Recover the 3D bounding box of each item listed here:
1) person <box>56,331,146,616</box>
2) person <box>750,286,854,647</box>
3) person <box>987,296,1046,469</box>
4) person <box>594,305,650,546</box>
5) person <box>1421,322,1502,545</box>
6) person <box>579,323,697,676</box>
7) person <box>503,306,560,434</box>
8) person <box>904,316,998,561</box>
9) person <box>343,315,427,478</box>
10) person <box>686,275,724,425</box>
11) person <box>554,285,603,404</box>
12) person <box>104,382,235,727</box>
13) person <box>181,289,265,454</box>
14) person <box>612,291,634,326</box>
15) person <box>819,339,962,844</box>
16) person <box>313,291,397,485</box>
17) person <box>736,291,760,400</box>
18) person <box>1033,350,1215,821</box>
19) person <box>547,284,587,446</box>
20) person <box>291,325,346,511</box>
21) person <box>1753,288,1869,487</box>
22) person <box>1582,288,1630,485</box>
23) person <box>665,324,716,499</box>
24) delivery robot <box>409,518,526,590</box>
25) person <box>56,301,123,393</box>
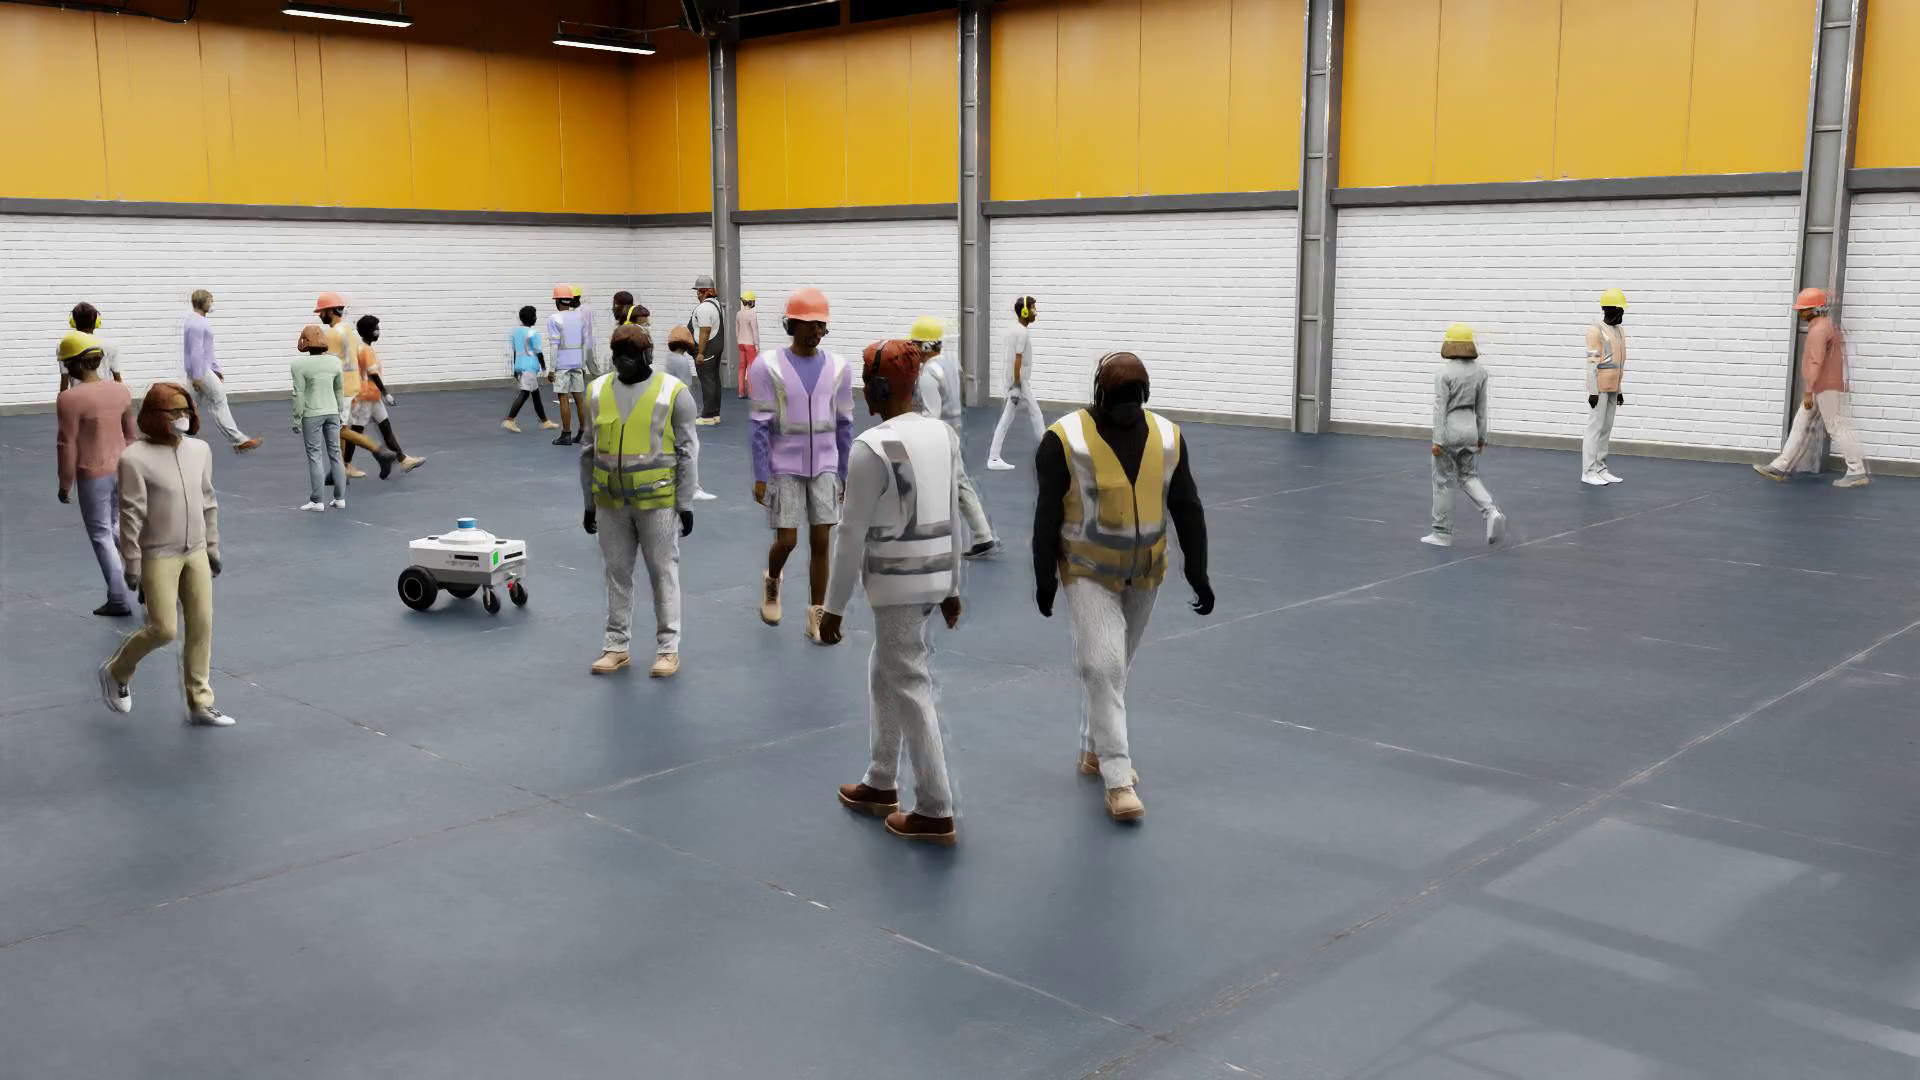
[{"bbox_3d":[-5.199,-0.388,10.066,0.422,1.743,0.536,3,10,16],"label":"person"},{"bbox_3d":[-0.906,-0.423,9.469,0.611,2.028,0.588,-4,10,-23],"label":"person"},{"bbox_3d":[0.729,-1.645,17.547,0.975,1.821,0.557,-2,9,-10],"label":"person"},{"bbox_3d":[-2.513,-0.854,12.645,0.417,1.849,0.508,0,9,1],"label":"person"},{"bbox_3d":[3.808,-0.783,12.591,0.488,1.728,0.623,-4,10,-25],"label":"person"},{"bbox_3d":[-1.691,-0.202,8.680,0.642,1.840,0.429,2,9,11],"label":"person"},{"bbox_3d":[-5.604,-2.210,21.552,0.542,1.651,0.881,9,13,44],"label":"person"},{"bbox_3d":[-0.163,-0.720,12.039,0.944,1.791,0.582,3,10,20],"label":"person"},{"bbox_3d":[-5.907,-1.445,16.859,0.873,1.644,0.537,-2,10,-14],"label":"person"},{"bbox_3d":[-3.504,-2.596,22.731,0.537,2.000,0.682,1,9,8],"label":"person"},{"bbox_3d":[-5.950,-3.093,26.309,0.962,1.879,0.588,-8,12,-42],"label":"person"},{"bbox_3d":[-3.681,0.073,7.667,0.549,1.619,0.510,4,10,22],"label":"person"},{"bbox_3d":[-8.515,-1.899,18.912,1.000,1.885,0.653,-5,10,-27],"label":"person"},{"bbox_3d":[-3.503,-1.764,18.109,0.781,1.896,0.599,-1,9,-9],"label":"person"},{"bbox_3d":[-0.308,0.187,6.203,0.768,1.856,0.602,6,11,31],"label":"person"},{"bbox_3d":[-5.951,-1.468,16.222,0.739,1.910,0.545,-1,9,-7],"label":"person"},{"bbox_3d":[-3.426,-3.158,27.017,0.310,1.768,0.533,-9,13,-43],"label":"person"},{"bbox_3d":[0.658,0.163,6.542,0.661,1.794,0.865,-4,10,-22],"label":"person"},{"bbox_3d":[-4.749,-2.105,20.036,0.373,1.934,0.551,7,12,38],"label":"person"},{"bbox_3d":[-5.635,-1.070,14.619,0.285,1.633,0.499,6,11,34],"label":"person"},{"bbox_3d":[8.398,-1.487,16.246,1.051,1.927,0.651,4,10,24],"label":"person"},{"bbox_3d":[6.373,-1.506,16.395,0.592,1.926,0.366,-9,13,-43],"label":"person"},{"bbox_3d":[-2.603,-1.180,15.330,0.490,1.617,0.512,-4,10,-25],"label":"person"},{"bbox_3d":[-3.077,0.106,10.403,0.707,0.478,0.477,4,10,22],"label":"delivery robot"},{"bbox_3d":[-7.377,-1.101,14.166,0.514,1.852,0.621,-7,11,-36],"label":"person"}]
